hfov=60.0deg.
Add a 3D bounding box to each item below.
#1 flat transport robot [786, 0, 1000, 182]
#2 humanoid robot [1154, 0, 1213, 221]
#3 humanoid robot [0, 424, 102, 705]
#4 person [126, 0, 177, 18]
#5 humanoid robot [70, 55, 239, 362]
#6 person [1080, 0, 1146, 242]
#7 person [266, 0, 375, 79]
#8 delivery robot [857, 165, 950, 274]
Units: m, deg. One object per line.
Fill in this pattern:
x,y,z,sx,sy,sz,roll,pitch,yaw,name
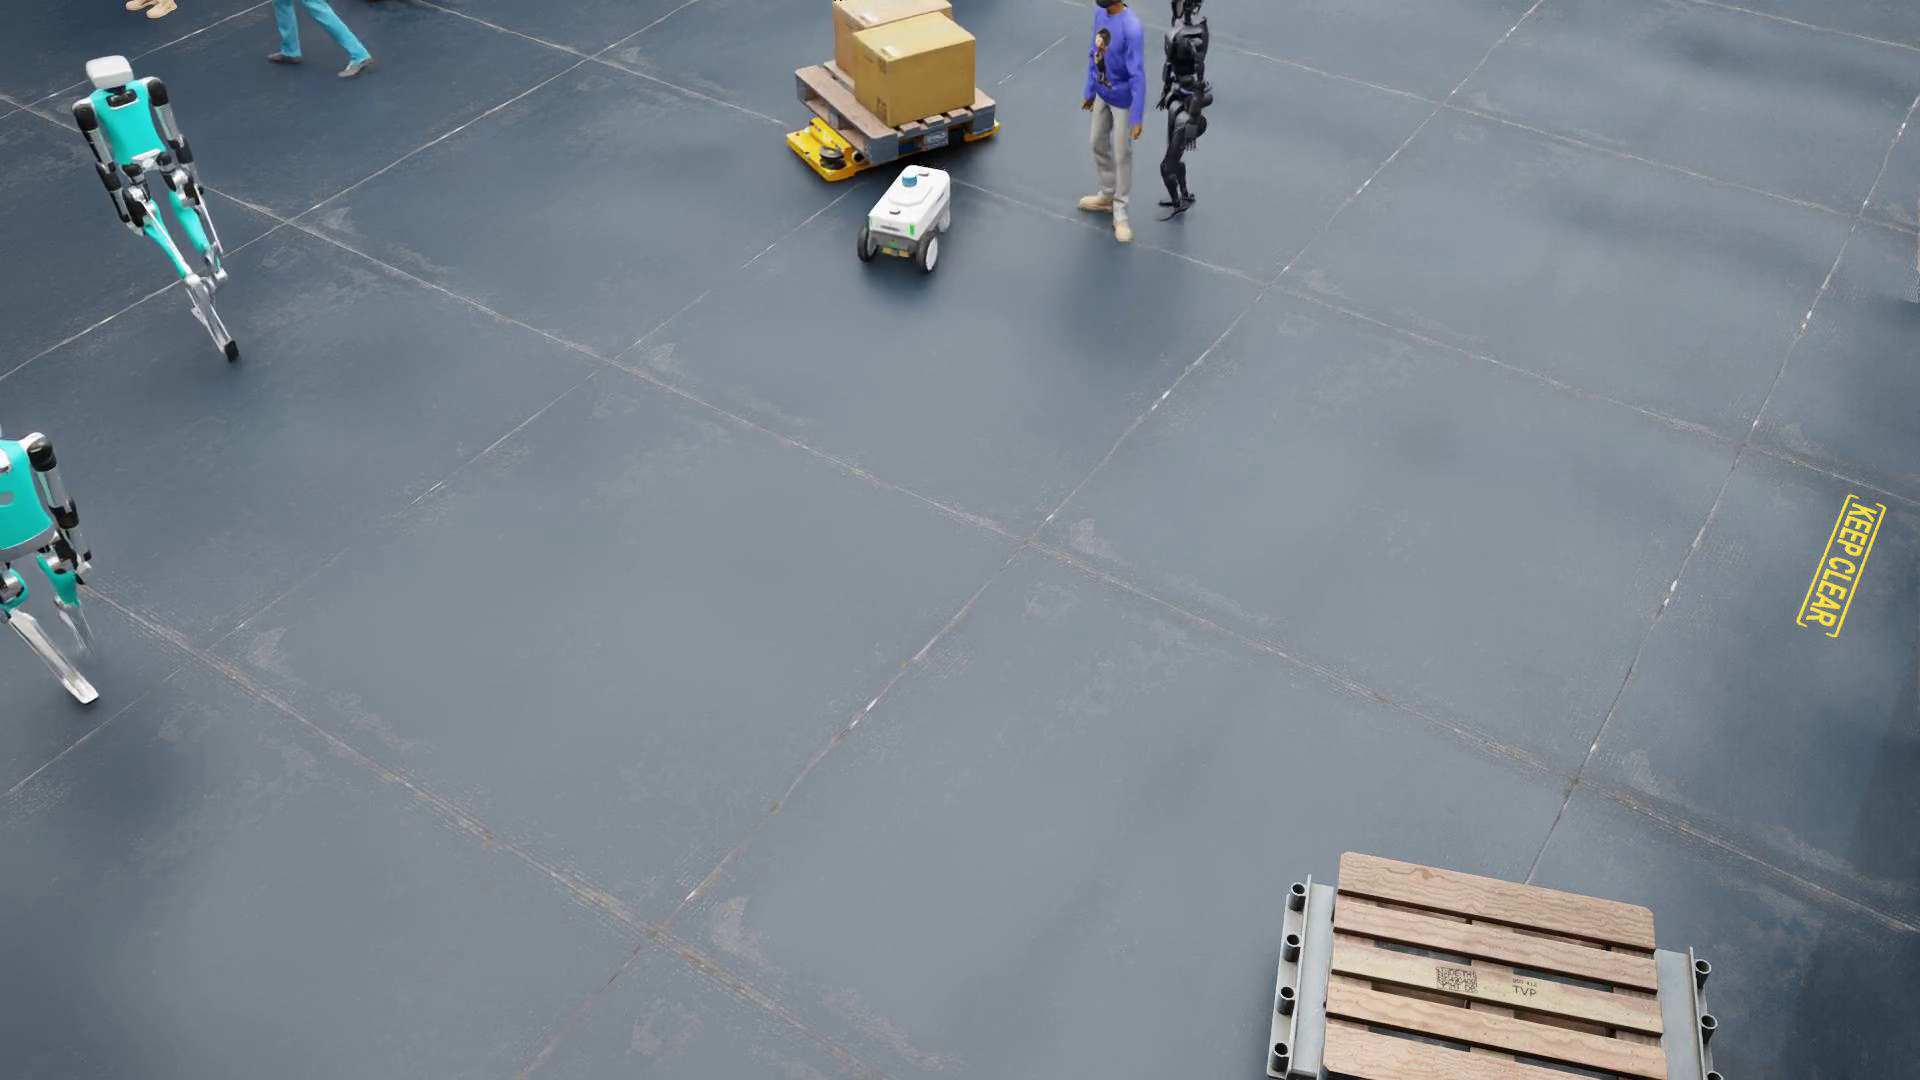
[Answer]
-0.486,-3.009,12.147,1.431,0.231,0.659,-22,46,-23,flat transport robot
1.486,-2.890,10.965,0.375,1.638,0.616,-10,43,-11,humanoid robot
-4.317,0.106,7.645,0.761,1.897,0.545,32,51,31,humanoid robot
-6.744,-5.090,13.366,0.472,1.747,0.321,26,48,26,person
-4.604,-1.887,9.815,0.545,1.790,0.915,-31,50,-30,humanoid robot
0.993,-2.847,10.776,0.399,1.866,0.588,-24,47,-24,person
-5.027,-4.406,12.584,0.901,1.778,0.587,-1,42,-1,person
-0.338,-2.133,10.957,0.499,0.601,0.775,14,44,15,delivery robot
